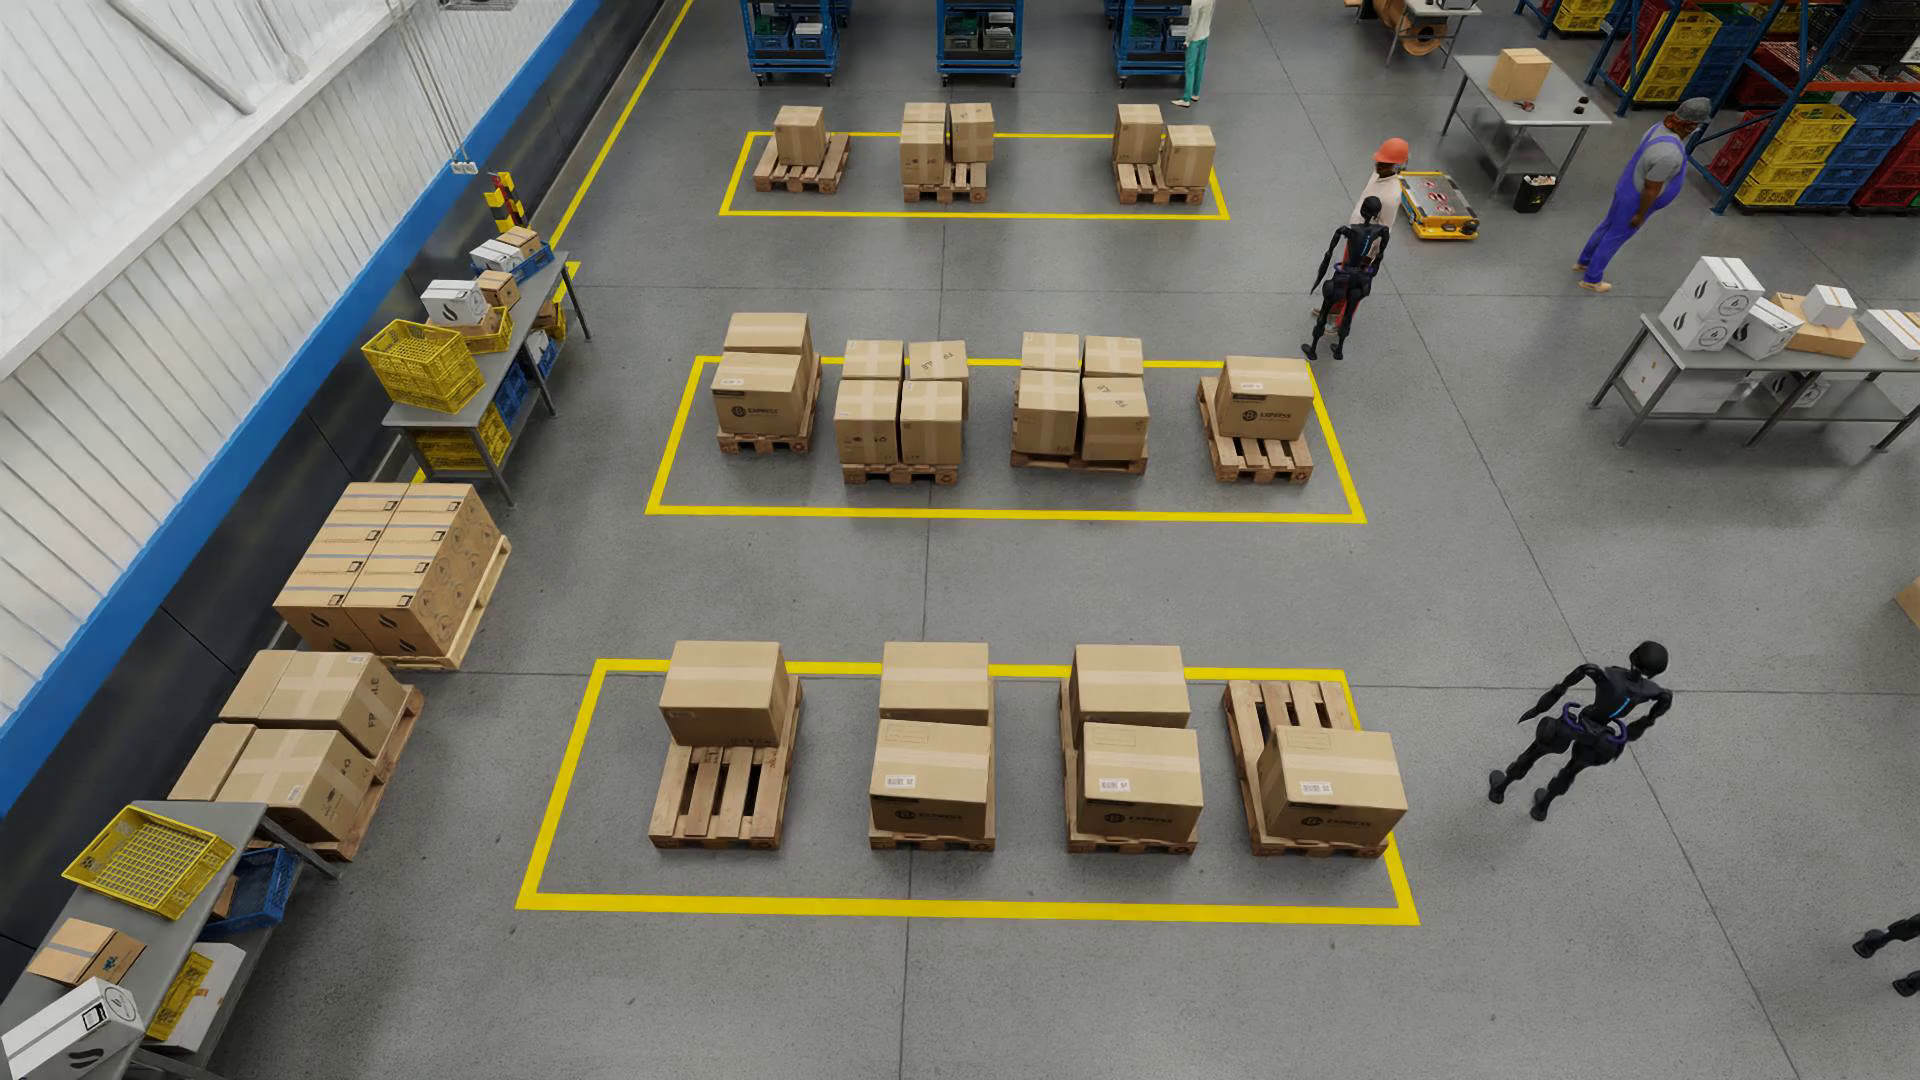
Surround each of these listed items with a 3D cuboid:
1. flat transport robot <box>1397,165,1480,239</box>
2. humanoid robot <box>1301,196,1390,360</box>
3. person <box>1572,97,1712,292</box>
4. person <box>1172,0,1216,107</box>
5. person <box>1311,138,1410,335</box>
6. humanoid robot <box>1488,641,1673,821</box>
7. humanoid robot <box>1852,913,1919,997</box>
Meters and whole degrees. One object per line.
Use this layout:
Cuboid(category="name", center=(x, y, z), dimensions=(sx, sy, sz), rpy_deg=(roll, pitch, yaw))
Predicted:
Cuboid(category="flat transport robot", center=(5.692, -4.094, 11.059), dimensions=(0.652, 0.197, 1.431), rpy_deg=(1, 49, 1))
Cuboid(category="humanoid robot", center=(3.688, -2.475, 8.743), dimensions=(0.570, 1.651, 0.326), rpy_deg=(0, 49, 0))
Cuboid(category="person", center=(7.025, -3.534, 9.421), dimensions=(0.536, 2.000, 0.679), rpy_deg=(13, 50, 11))
Cuboid(category="person", center=(3.200, -6.841, 12.470), dimensions=(0.339, 1.757, 0.525), rpy_deg=(36, 58, 27))
Cuboid(category="person", center=(3.912, -2.923, 8.922), dimensions=(0.385, 1.992, 0.622), rpy_deg=(2, 49, 1))
Cuboid(category="humanoid robot", center=(3.788, 1.165, 5.592), dimensions=(0.571, 1.650, 0.340), rpy_deg=(21, 52, 17))
Cuboid(category="humanoid robot", center=(5.599, 1.981, 4.886), dimensions=(0.335, 1.651, 0.570), rpy_deg=(-23, 53, -19))
